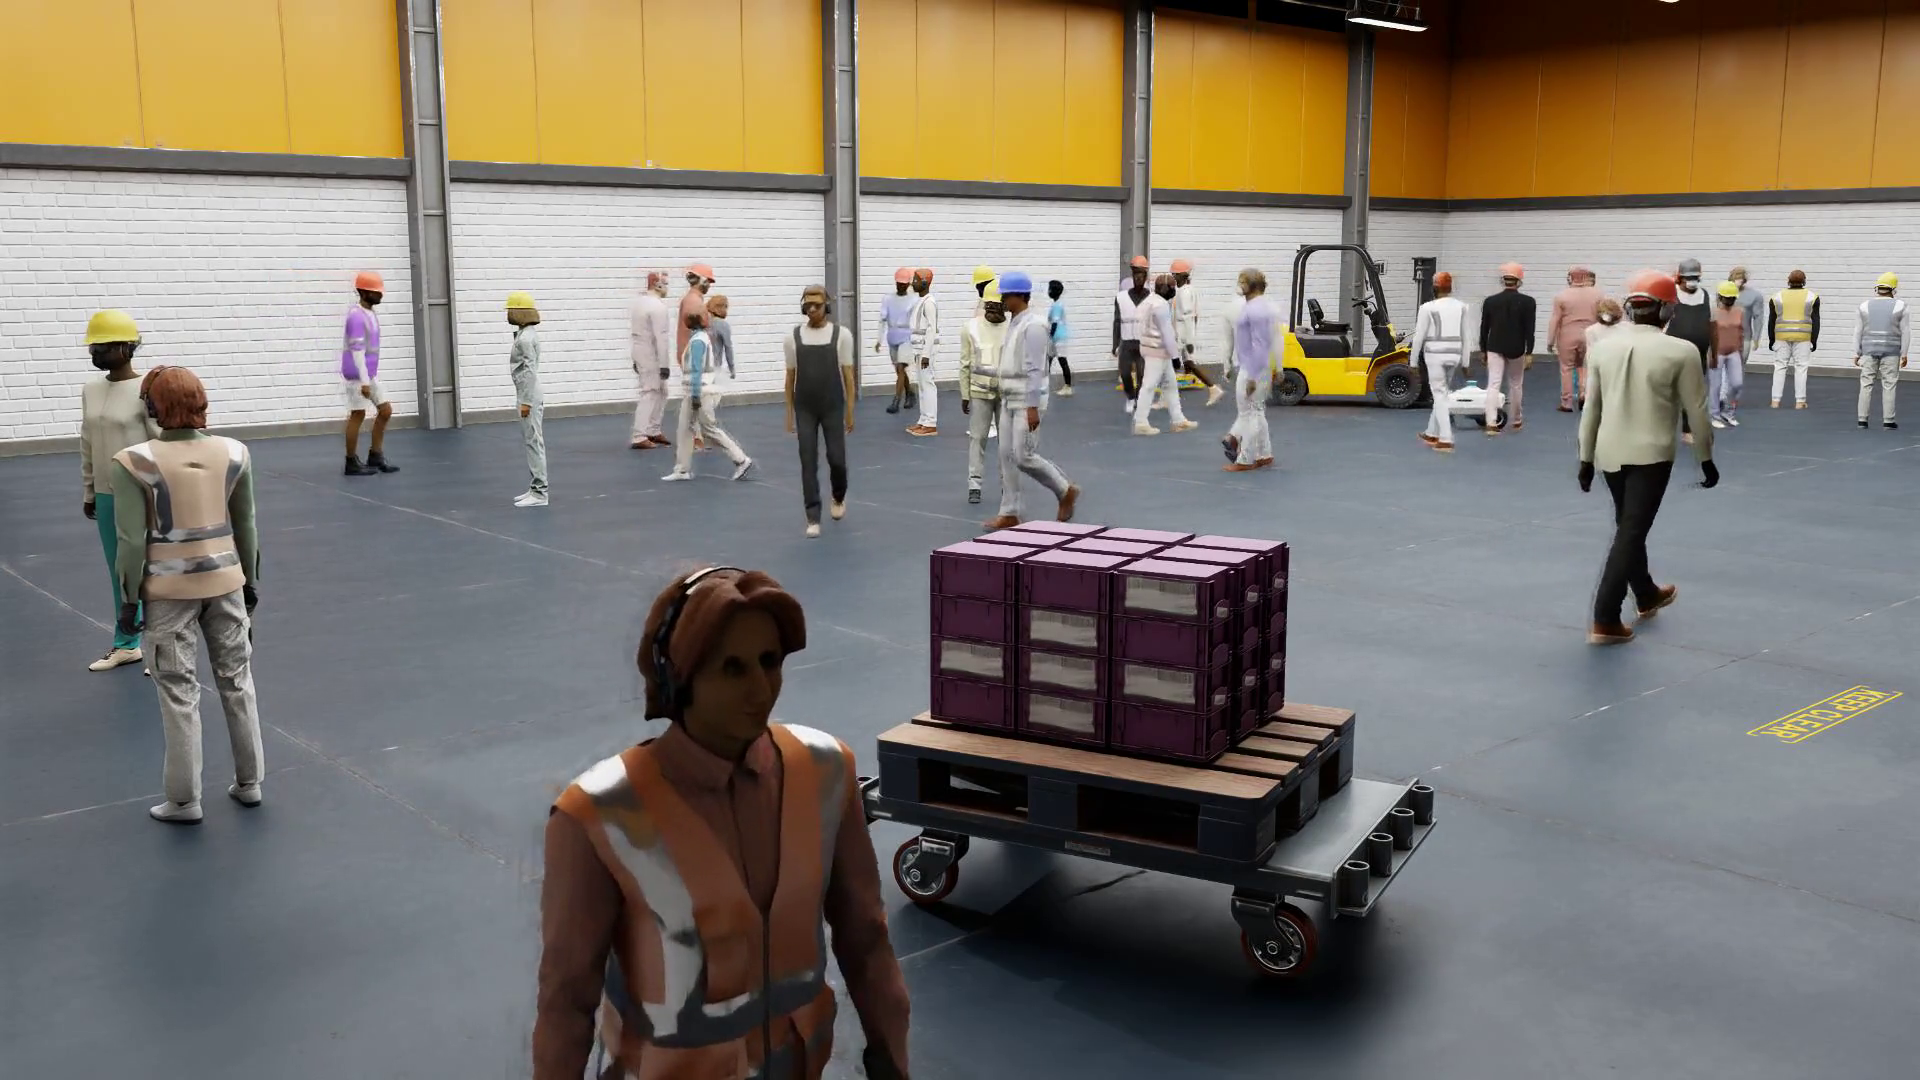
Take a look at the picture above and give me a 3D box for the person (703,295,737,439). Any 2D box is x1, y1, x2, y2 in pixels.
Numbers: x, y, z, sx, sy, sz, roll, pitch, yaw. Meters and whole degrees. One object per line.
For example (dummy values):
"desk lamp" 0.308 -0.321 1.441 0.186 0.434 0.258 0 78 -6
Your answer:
"person" -2.768 -1.920 18.466 0.535 1.594 0.453 7 12 35

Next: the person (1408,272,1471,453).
"person" 4.963 -1.868 17.420 0.599 1.844 0.916 -3 10 -18

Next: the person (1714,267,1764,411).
"person" 10.189 -2.636 21.876 0.634 1.872 1.068 5 11 25

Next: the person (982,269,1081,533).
"person" 0.504 -1.009 12.171 0.656 1.933 0.621 -4 11 -23

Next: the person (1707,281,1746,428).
"person" 8.970 -2.164 19.508 0.554 1.731 0.457 -1 10 -4

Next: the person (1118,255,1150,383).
"person" 2.795 -3.475 26.338 0.440 2.032 0.609 -6 11 -30

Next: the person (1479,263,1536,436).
"person" 6.205 -2.160 18.887 0.638 1.941 1.020 6 11 30

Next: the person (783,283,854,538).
"person" -1.020 -0.951 12.123 0.508 1.834 0.561 0 10 2

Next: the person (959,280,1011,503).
"person" 0.293 -1.210 13.644 0.591 1.829 0.404 -1 10 -6

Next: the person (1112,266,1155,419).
"person" 2.215 -2.476 20.831 0.619 1.905 0.489 2 10 13

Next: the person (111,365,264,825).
"person" -2.754 0.197 5.960 0.308 1.639 0.524 7 12 37

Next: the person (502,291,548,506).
"person" -3.532 -1.145 13.513 0.307 1.743 0.494 -2 10 -13

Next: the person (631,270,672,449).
"person" -3.222 -1.894 17.517 0.638 1.875 0.660 -6 11 -29

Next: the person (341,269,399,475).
"person" -5.438 -1.526 15.275 0.601 1.901 0.585 0 10 1

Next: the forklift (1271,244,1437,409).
"forklift" 5.256 -2.933 22.661 2.313 2.155 1.214 3 10 16

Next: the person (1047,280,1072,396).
"person" 1.280 -2.915 24.065 0.769 1.663 0.553 0 10 3

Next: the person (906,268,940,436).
"person" -0.414 -2.122 18.826 0.355 1.883 0.575 -2 10 -12

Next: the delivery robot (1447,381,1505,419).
"delivery robot" 5.999 -1.622 19.503 0.707 0.478 0.477 0 10 3

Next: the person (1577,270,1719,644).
"person" 3.676 -0.448 8.853 1.025 1.938 0.638 -6 12 -33

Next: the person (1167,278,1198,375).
"person" 3.577 -3.390 26.813 0.535 1.693 0.317 4 11 23

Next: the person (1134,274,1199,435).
"person" 2.375 -2.083 18.793 0.853 1.808 0.638 0 10 2

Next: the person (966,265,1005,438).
"person" 0.300 -2.101 18.599 0.379 1.918 0.585 -4 11 -23

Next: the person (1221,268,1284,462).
"person" 2.854 -1.720 16.412 0.636 1.915 0.903 10 14 44

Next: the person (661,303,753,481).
"person" -2.271 -1.315 14.895 0.780 1.613 0.522 -1 10 -8

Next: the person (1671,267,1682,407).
"person" 9.642 -2.693 22.174 0.633 1.886 0.634 -1 10 -4

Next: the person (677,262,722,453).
"person" -2.713 -1.860 17.072 0.489 1.954 0.650 -4 10 -22

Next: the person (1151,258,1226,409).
"person" 3.014 -2.707 21.934 1.002 2.014 0.601 2 10 11

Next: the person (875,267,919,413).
"person" -0.745 -2.621 21.747 0.555 1.895 0.995 4 10 21

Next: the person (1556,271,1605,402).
"person" 8.598 -2.800 22.983 0.580 1.811 0.716 1 10 3

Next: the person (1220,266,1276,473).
"person" 2.709 -1.582 15.551 0.409 1.949 0.631 1 10 7

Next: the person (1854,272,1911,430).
"person" 10.759 -2.199 19.414 0.588 1.835 0.403 8 13 40

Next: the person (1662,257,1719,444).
"person" 7.824 -2.042 17.897 0.760 2.000 0.541 0 10 0

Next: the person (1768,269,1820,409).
"person" 11.082 -2.666 22.128 0.627 1.845 0.429 6 11 30

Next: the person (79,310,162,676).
"person" -4.034 -0.223 8.050 0.532 1.768 0.311 3 10 18

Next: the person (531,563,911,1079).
"person" -0.277 0.832 2.338 0.544 1.592 0.835 -9 14 -44

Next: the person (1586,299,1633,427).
"person" 6.926 -1.772 17.670 0.516 1.577 0.720 6 11 31

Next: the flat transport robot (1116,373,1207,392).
"flat transport robot" 3.038 -2.373 25.006 0.652 0.197 1.431 9 13 43

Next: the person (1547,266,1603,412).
"person" 7.948 -2.598 21.559 0.681 1.892 0.414 -1 10 -4
